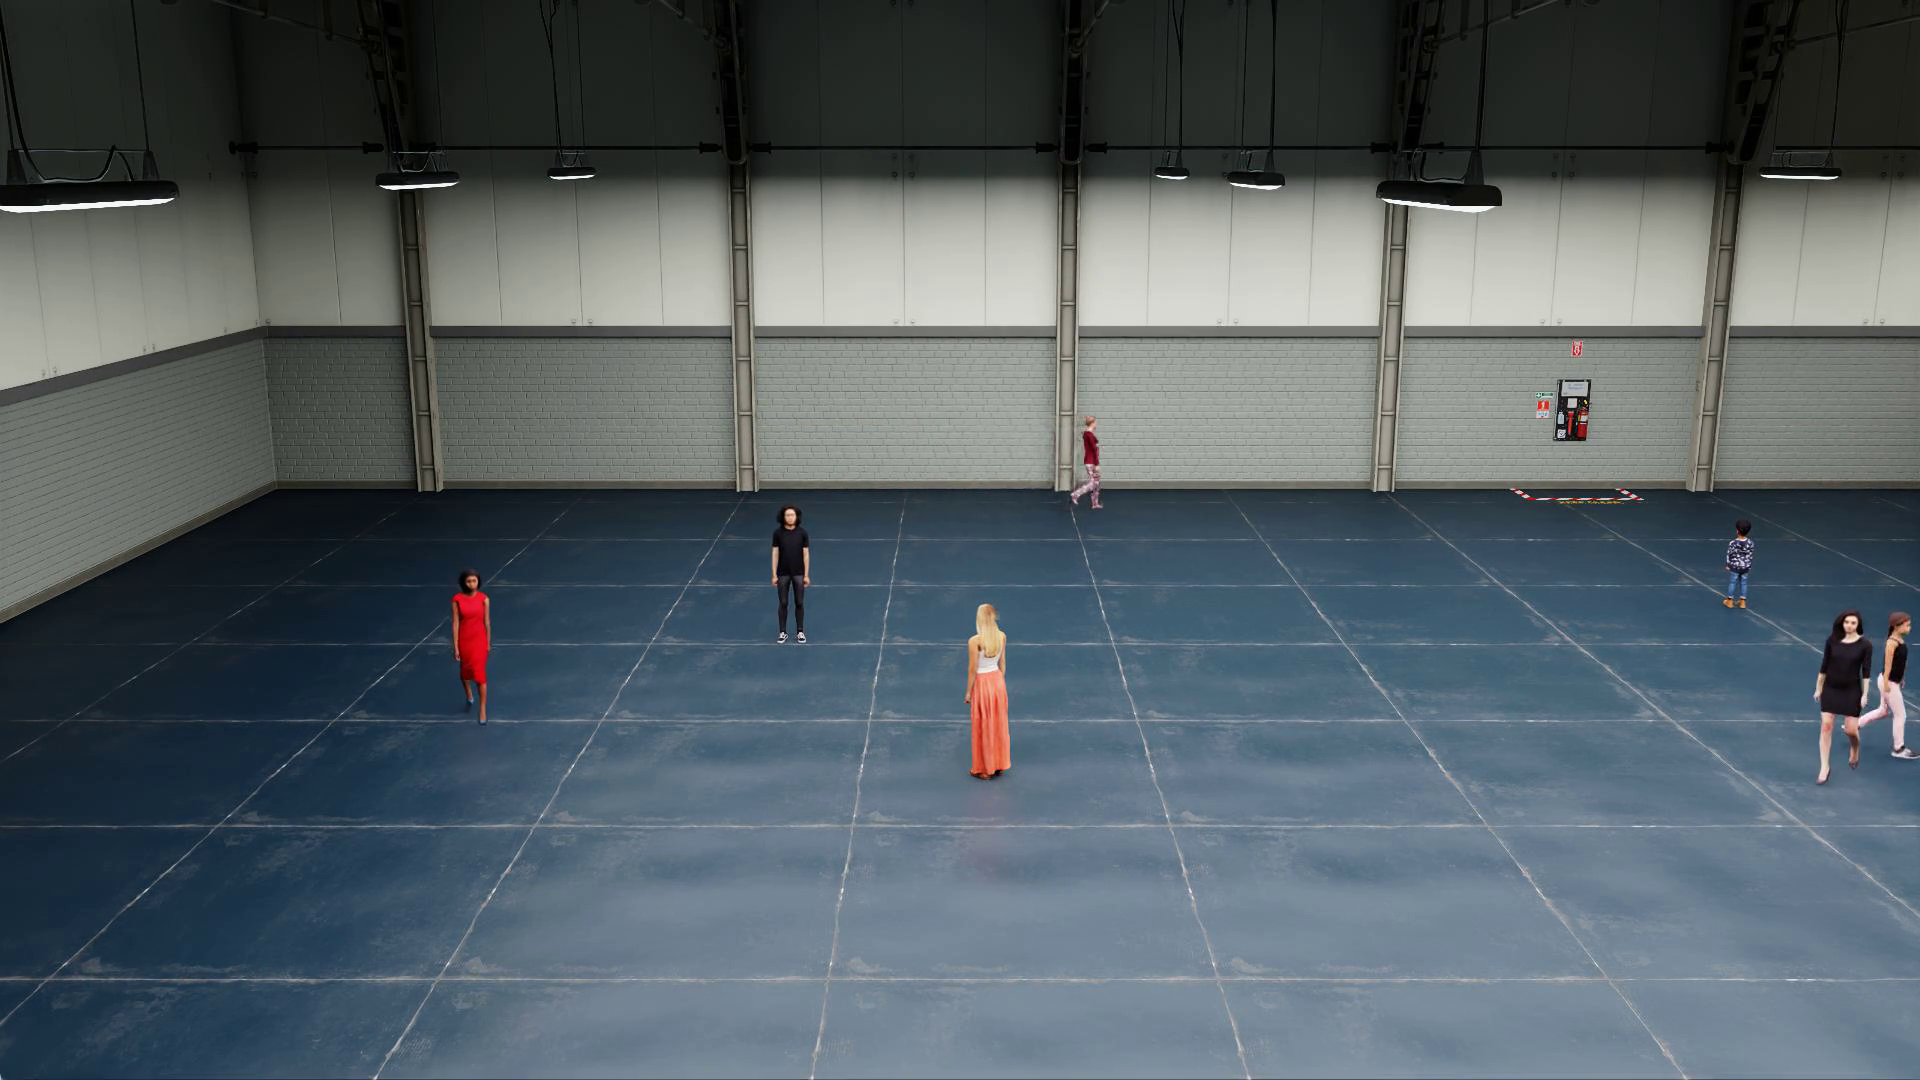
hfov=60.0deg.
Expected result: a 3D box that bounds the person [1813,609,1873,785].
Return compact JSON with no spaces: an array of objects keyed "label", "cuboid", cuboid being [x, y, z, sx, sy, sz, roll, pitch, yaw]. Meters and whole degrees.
[{"label":"person","cuboid":[8.853,1.557,16.656,0.872,1.792,0.930,12,18,43]}]

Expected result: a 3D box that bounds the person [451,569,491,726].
[{"label":"person","cuboid":[-5.459,1.170,18.529,1.105,1.701,0.883,-4,14,-18]}]

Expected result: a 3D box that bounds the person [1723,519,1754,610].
[{"label":"person","cuboid":[10.864,0.327,23.172,0.457,1.250,0.577,2,13,8]}]

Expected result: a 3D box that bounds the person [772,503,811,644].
[{"label":"person","cuboid":[-2.184,0.409,21.521,0.460,1.835,0.708,-1,13,-4]}]

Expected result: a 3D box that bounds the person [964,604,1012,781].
[{"label":"person","cuboid":[0.279,1.521,16.791,0.708,1.802,0.796,-9,16,-35]}]

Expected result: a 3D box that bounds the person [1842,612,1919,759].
[{"label":"person","cuboid":[9.699,1.502,17.461,1.034,1.538,0.911,10,16,37]}]

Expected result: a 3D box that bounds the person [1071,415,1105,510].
[{"label":"person","cuboid":[2.274,-1.367,29.514,0.862,1.689,0.675,-1,13,-6]}]
